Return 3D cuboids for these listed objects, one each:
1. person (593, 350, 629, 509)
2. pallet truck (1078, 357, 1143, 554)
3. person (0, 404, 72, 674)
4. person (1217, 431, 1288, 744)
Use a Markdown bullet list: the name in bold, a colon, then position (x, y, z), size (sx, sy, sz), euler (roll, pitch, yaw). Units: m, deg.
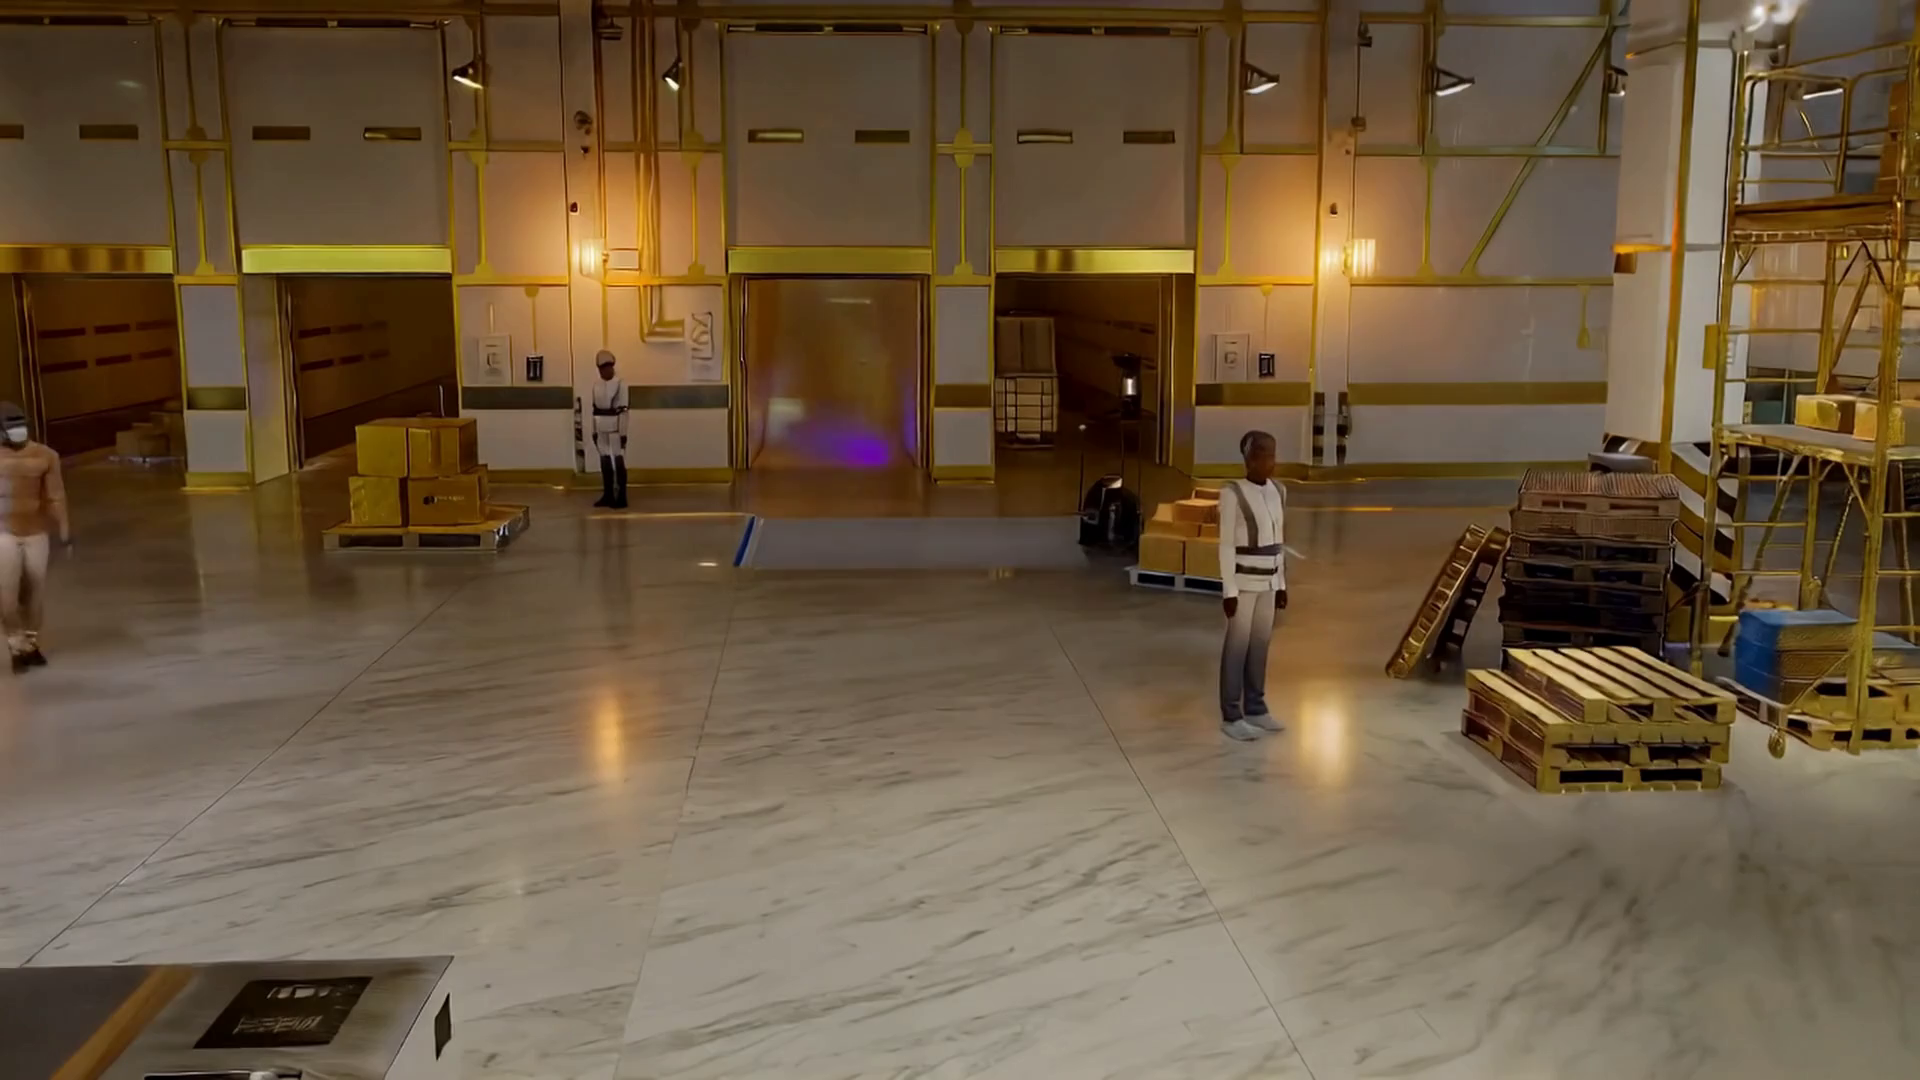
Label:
- **person**: position (-4.254, -1.339, 20.142), size (0.544, 1.929, 0.389), euler (7, 11, 35)
- **pallet truck**: position (2.088, -0.836, 16.757), size (1.885, 1.965, 0.823), euler (2, 9, 13)
- **person**: position (-6.654, -0.005, 11.828), size (0.645, 1.908, 0.787), euler (-9, 12, -43)
- **person**: position (1.789, 0.279, 10.118), size (0.574, 1.885, 0.356), euler (-9, 12, -43)
